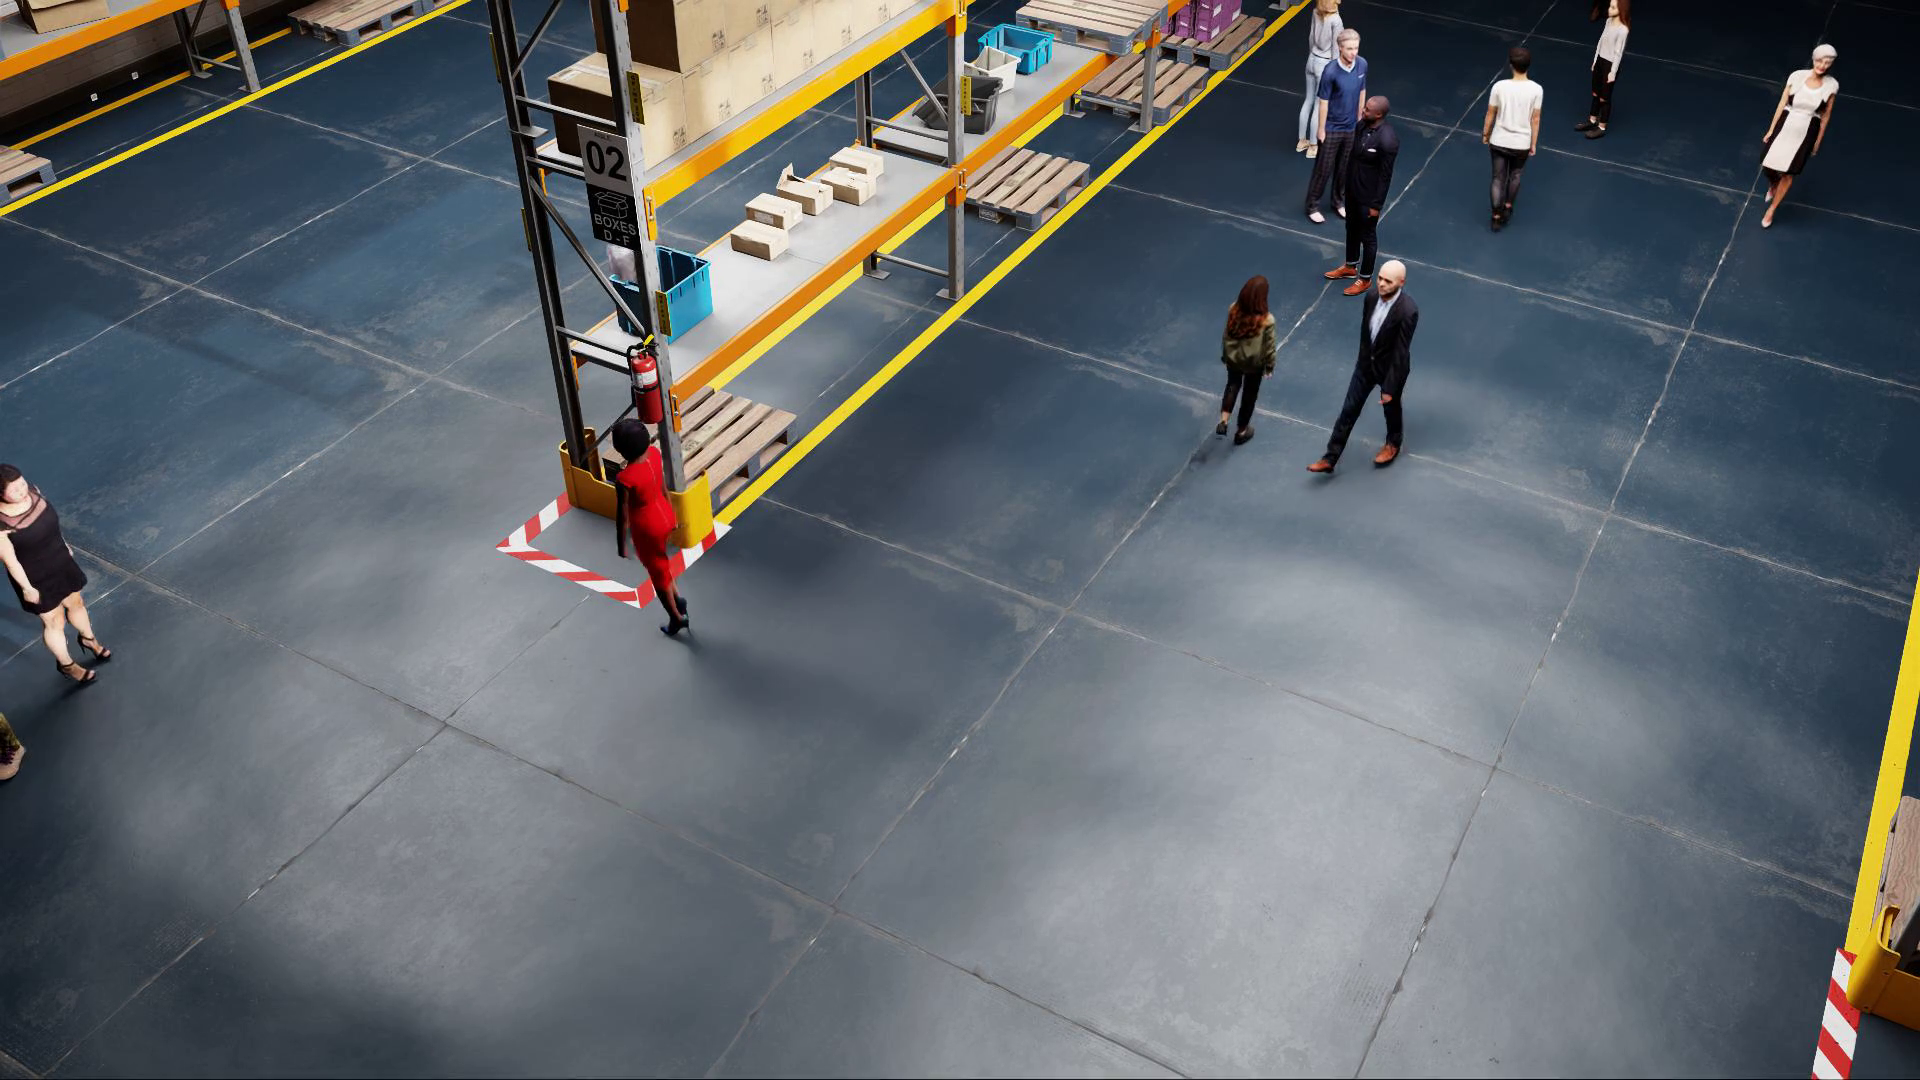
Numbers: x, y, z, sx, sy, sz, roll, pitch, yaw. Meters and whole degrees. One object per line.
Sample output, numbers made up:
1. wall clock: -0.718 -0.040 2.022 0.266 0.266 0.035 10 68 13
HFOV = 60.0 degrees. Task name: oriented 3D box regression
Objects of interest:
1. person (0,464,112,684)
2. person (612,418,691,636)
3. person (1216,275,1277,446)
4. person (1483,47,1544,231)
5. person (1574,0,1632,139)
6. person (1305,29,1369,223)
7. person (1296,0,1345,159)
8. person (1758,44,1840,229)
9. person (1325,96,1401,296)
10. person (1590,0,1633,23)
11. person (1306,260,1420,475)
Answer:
1. person: -5.865 0.204 10.570 0.792 1.708 0.657 5 39 7
2. person: -1.935 -0.033 10.850 0.687 1.728 0.579 16 41 19
3. person: 2.147 -1.335 12.690 0.626 1.468 0.652 24 44 27
4. person: 5.104 -3.685 15.449 0.735 1.696 0.789 13 40 16
5. person: 6.676 -4.886 17.125 0.656 1.482 0.594 -9 40 -11
6. person: 3.527 -3.879 15.559 0.694 1.863 0.793 -15 41 -17
7. person: 3.617 -4.723 16.671 0.689 1.794 0.667 -17 42 -20
8. person: 7.820 -3.805 15.562 0.652 1.742 0.802 22 43 25
9. person: 3.553 -3.028 14.530 0.819 1.817 0.785 -14 41 -16
10. person: 7.780 -6.997 19.430 0.759 1.904 0.786 -25 45 -28
11. person: 3.205 -1.289 12.402 1.260 1.756 0.984 -27 46 -29
